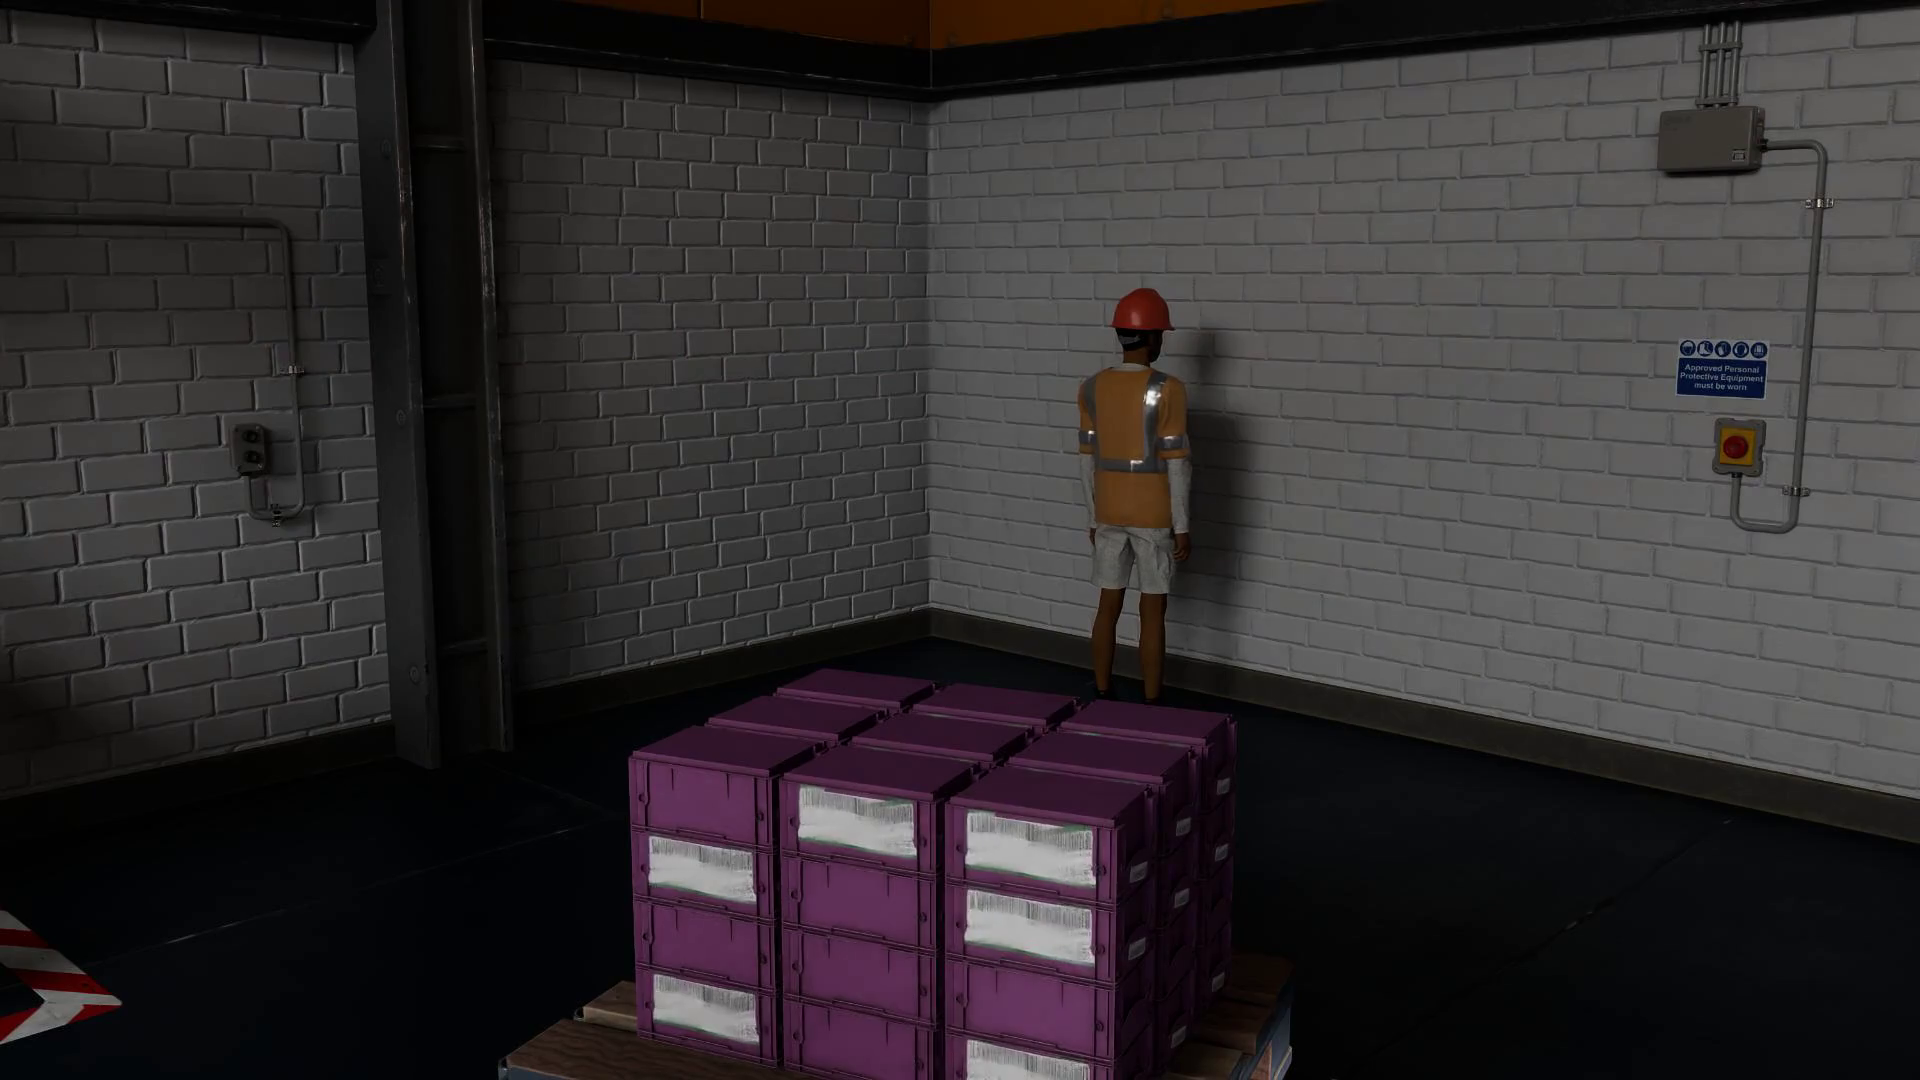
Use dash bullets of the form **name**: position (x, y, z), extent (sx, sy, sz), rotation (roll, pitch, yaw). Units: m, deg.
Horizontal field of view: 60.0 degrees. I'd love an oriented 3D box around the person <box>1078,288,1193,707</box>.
- **person**: position (0.772, -0.112, 7.215), extent (0.544, 1.939, 0.354), rotation (7, 12, 38)
